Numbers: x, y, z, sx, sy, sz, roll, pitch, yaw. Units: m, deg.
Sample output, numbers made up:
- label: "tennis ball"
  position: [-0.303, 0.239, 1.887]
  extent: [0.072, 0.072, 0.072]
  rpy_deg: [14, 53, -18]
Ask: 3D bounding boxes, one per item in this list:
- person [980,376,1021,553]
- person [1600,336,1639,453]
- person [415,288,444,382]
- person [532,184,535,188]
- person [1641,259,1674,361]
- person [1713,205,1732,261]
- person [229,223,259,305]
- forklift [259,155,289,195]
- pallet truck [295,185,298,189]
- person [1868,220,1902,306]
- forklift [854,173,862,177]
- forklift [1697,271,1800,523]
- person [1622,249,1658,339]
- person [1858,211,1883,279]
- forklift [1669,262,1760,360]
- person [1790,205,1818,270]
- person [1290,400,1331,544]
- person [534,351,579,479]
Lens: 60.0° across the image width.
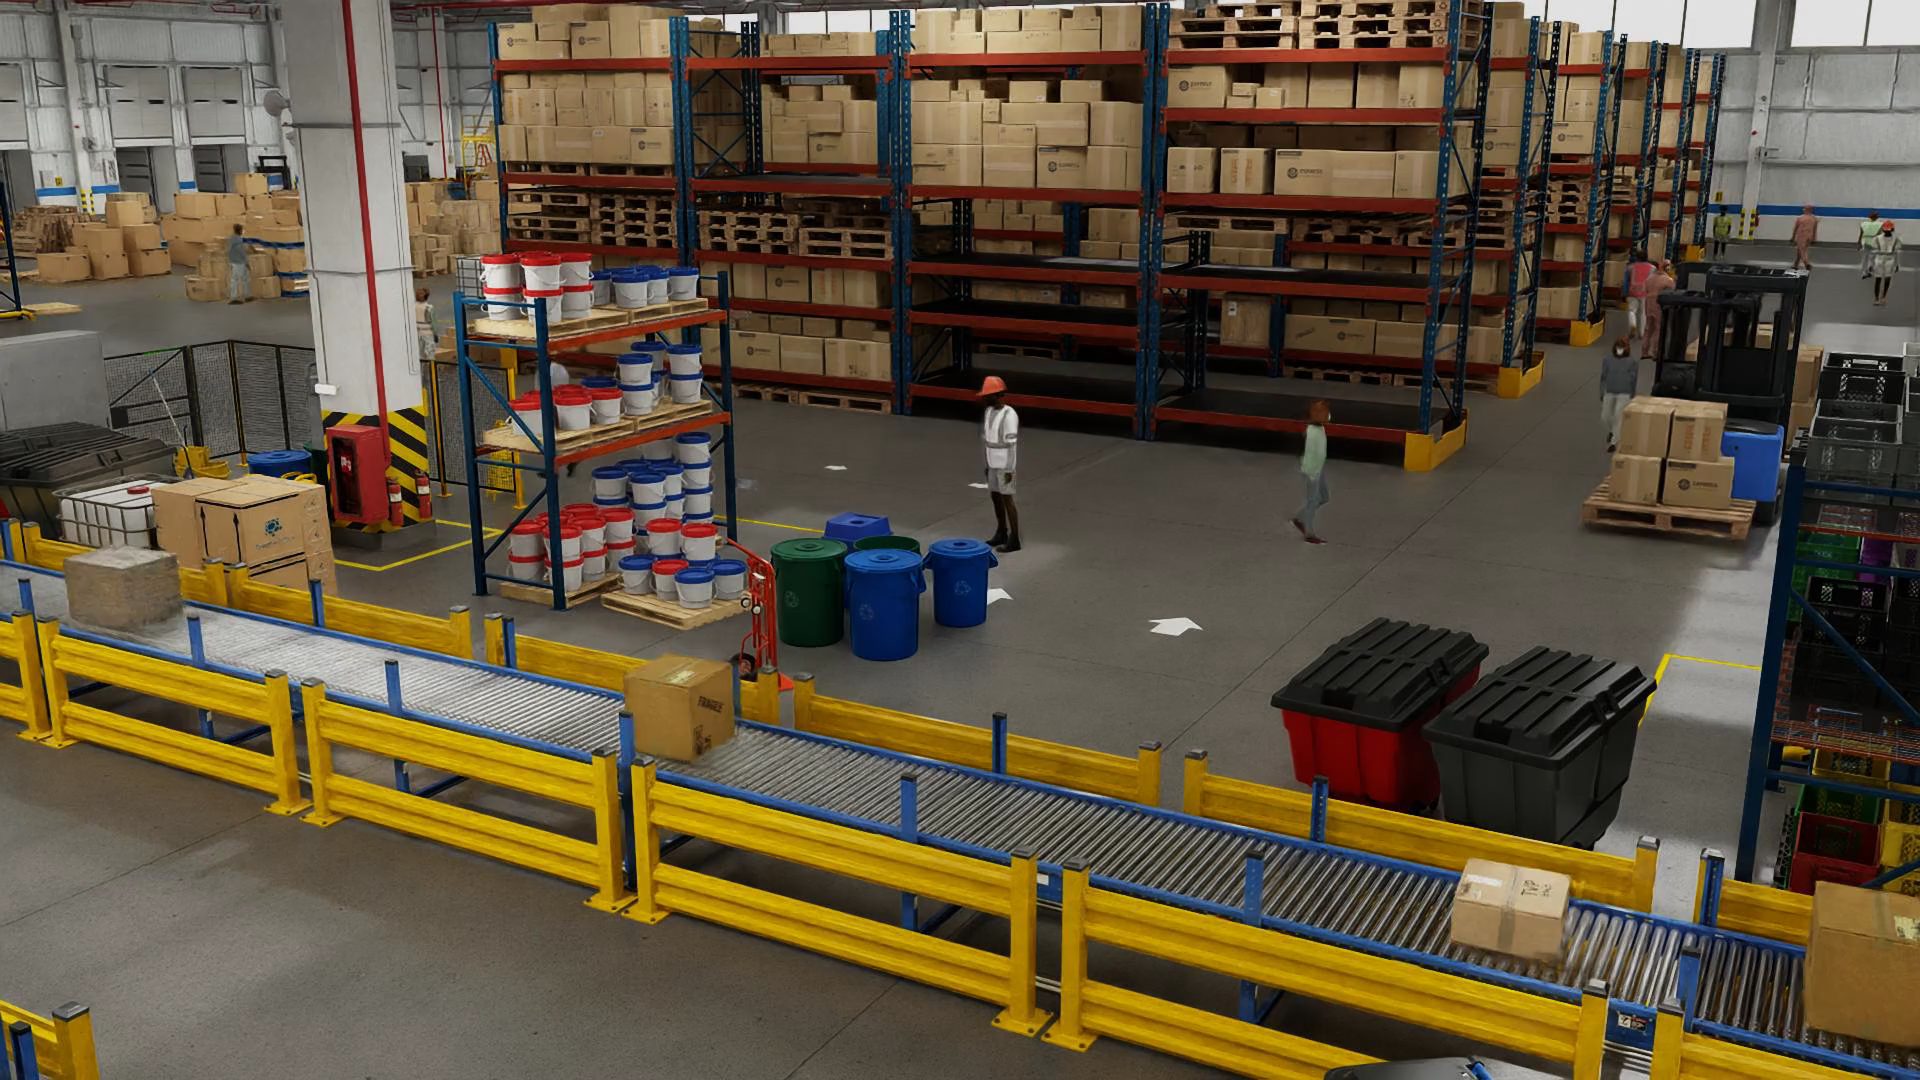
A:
- label: "person"
  position: [0.421, -0.831, 18.058]
  extent: [0.411, 1.924, 0.544]
  rpy_deg: [-10, 18, -33]
- label: "person"
  position: [9.180, -2.040, 23.184]
  extent: [0.504, 1.619, 0.477]
  rpy_deg: [11, 19, 36]
- label: "person"
  position: [-9.248, -3.534, 28.758]
  extent: [0.515, 1.641, 0.315]
  rpy_deg: [6, 16, 22]
- label: "person"
  position: [-16.946, -13.462, 66.010]
  extent: [0.537, 1.685, 0.334]
  rpy_deg: [3, 15, 12]
- label: "person"
  position: [13.100, -4.299, 31.147]
  extent: [0.399, 1.900, 0.643]
  rpy_deg: [-7, 16, -23]
- label: "person"
  position: [23.123, -9.331, 50.496]
  extent: [0.534, 1.671, 0.773]
  rpy_deg: [8, 17, 27]
- label: "person"
  position: [-17.192, -6.607, 39.796]
  extent: [0.843, 1.909, 0.630]
  rpy_deg: [-9, 17, -30]
- label: "forklift"
  position: [-24.419, -12.329, 59.450]
  extent: [1.129, 2.768, 1.873]
  rpy_deg: [-6, 16, -23]
- label: "pallet truck"
  position: [-26.804, -14.617, 69.738]
  extent: [1.885, 1.965, 0.823]
  rpy_deg: [-14, 20, -42]
- label: "person"
  position: [21.852, -6.543, 39.337]
  extent: [0.636, 2.019, 0.537]
  rpy_deg: [9, 17, 30]
- label: "forklift"
  position: [-3.668, -11.581, 56.638]
  extent: [1.873, 2.768, 1.129]
  rpy_deg: [-11, 18, -35]
- label: "forklift"
  position: [9.269, -1.763, 19.726]
  extent: [1.129, 2.768, 1.873]
  rpy_deg: [8, 17, 27]
- label: "person"
  position: [13.834, -4.983, 33.844]
  extent: [0.664, 1.831, 0.564]
  rpy_deg: [4, 15, 15]
- label: "person"
  position: [24.893, -8.073, 45.470]
  extent: [0.602, 1.815, 0.791]
  rpy_deg: [10, 18, 33]
- label: "forklift"
  position: [9.353, -2.066, 20.865]
  extent: [1.129, 2.768, 1.873]
  rpy_deg: [8, 17, 28]
- label: "person"
  position: [24.094, -8.600, 47.385]
  extent: [0.637, 1.863, 0.949]
  rpy_deg: [-3, 15, -10]
- label: "person"
  position: [3.917, -0.748, 18.338]
  extent: [0.368, 1.623, 0.501]
  rpy_deg: [7, 16, 24]
- label: "person"
  position: [-5.198, -1.647, 21.326]
  extent: [0.612, 1.819, 0.605]
  rpy_deg: [5, 16, 19]
